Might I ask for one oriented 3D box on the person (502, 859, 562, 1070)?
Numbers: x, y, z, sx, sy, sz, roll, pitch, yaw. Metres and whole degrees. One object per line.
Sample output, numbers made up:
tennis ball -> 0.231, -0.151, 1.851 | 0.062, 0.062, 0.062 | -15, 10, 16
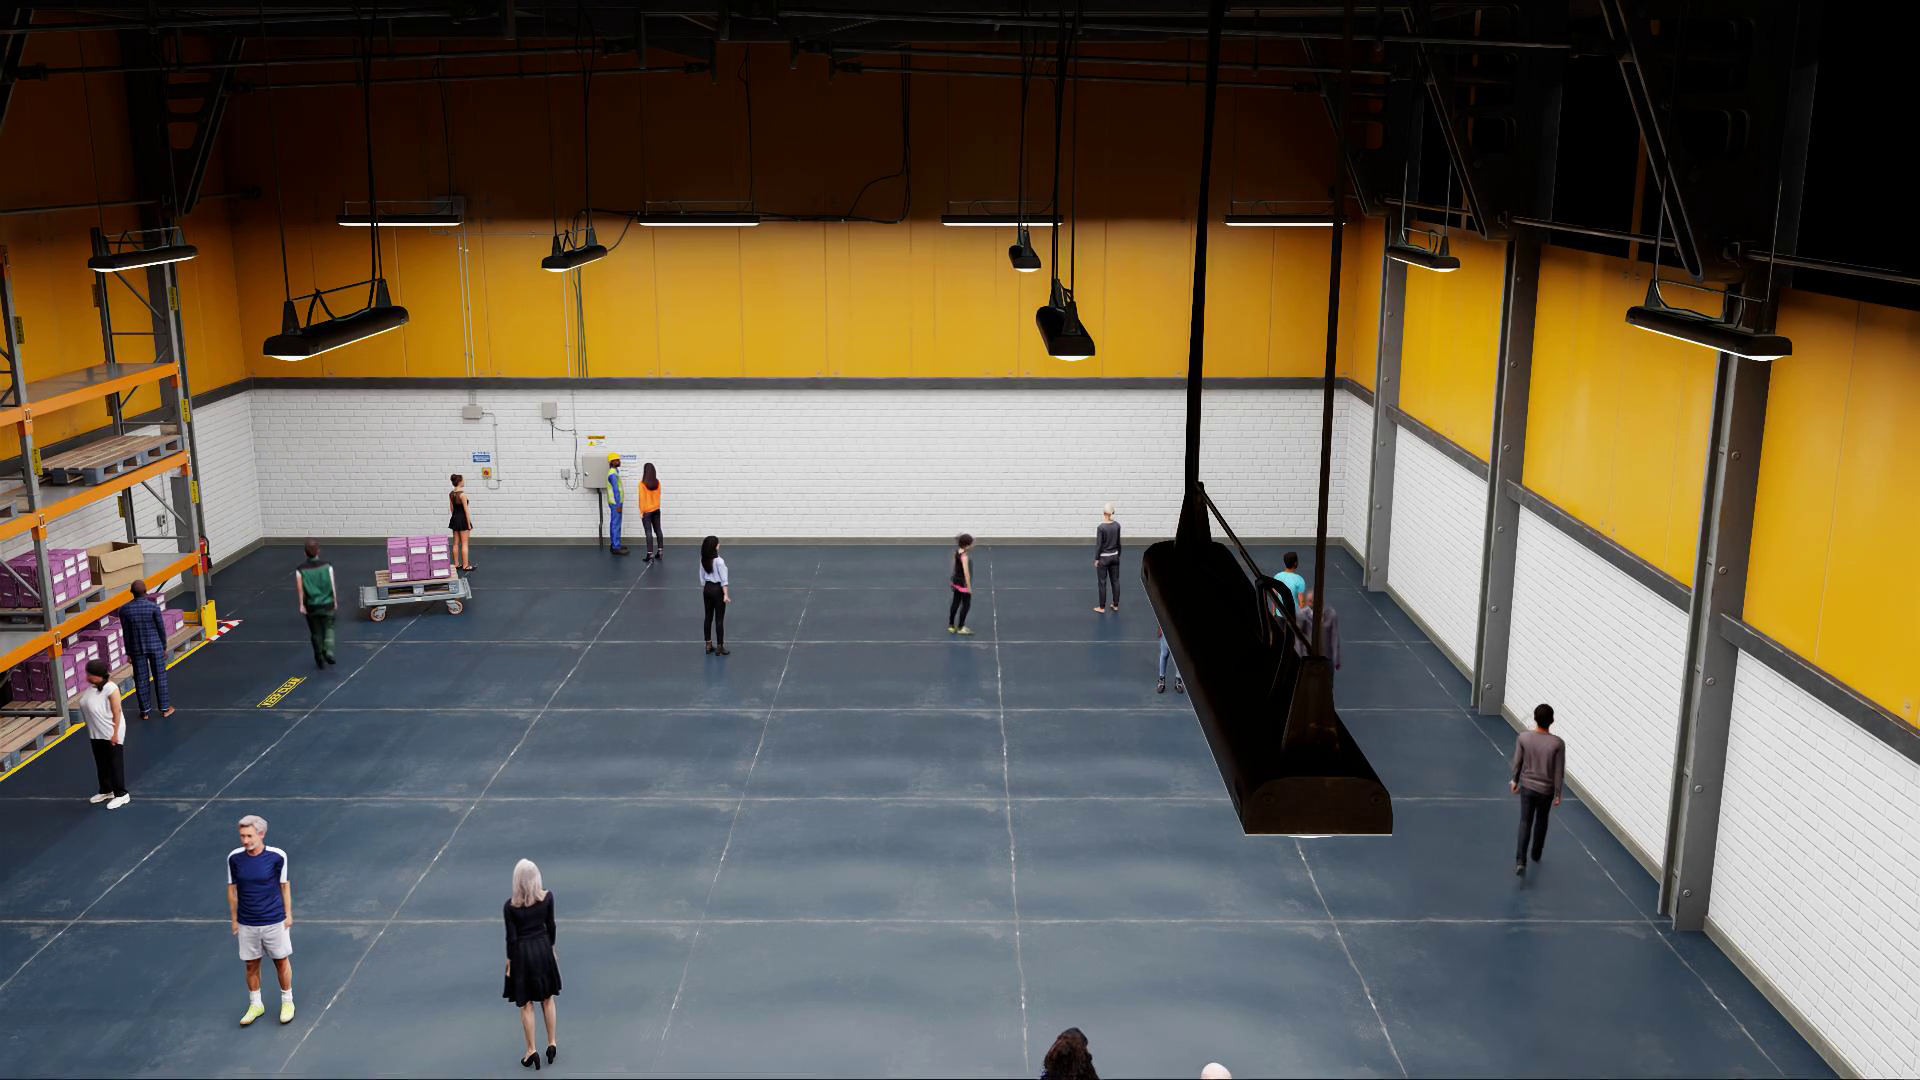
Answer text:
person -> -3.399, 3.346, 13.187 | 0.705, 1.746, 0.745 | -10, 17, -36

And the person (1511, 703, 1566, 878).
person -> 5.734, 2.523, 16.605 | 0.978, 1.736, 1.226 | 4, 14, 17

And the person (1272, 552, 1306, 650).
person -> 4.473, 1.031, 22.691 | 0.686, 1.773, 0.709 | 10, 17, 36

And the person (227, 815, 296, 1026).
person -> -5.813, 3.138, 13.850 | 0.662, 1.838, 0.587 | -2, 14, -8

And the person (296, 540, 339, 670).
person -> -8.872, 0.917, 23.037 | 0.805, 1.830, 0.882 | -6, 15, -23

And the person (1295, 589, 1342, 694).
person -> 4.474, 1.467, 20.855 | 0.747, 1.789, 0.638 | 0, 14, -1

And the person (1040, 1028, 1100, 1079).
person -> 0.682, 3.982, 10.894 | 0.637, 1.589, 1.019 | 1, 14, 3

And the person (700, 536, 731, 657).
person -> -3.519, 0.782, 23.779 | 0.733, 1.744, 0.752 | 9, 16, 34

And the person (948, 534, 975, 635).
person -> 0.016, 0.638, 24.825 | 0.803, 1.531, 0.624 | -7, 15, -26

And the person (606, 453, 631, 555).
person -> -6.132, -0.669, 29.626 | 0.778, 1.812, 0.601 | -3, 14, -13

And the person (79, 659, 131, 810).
person -> -9.475, 2.111, 18.402 | 0.764, 1.691, 0.798 | 10, 17, 35

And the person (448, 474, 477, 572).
person -> -8.550, -0.313, 28.446 | 0.681, 1.675, 0.718 | 9, 16, 33

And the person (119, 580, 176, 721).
person -> -10.345, 1.379, 21.154 | 0.742, 1.819, 0.730 | -5, 15, -20

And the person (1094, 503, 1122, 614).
person -> 2.314, 0.263, 25.959 | 0.674, 1.727, 0.666 | -6, 15, -25

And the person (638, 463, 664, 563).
person -> -5.404, -0.499, 29.060 | 0.766, 1.749, 0.688 | 11, 17, 38
